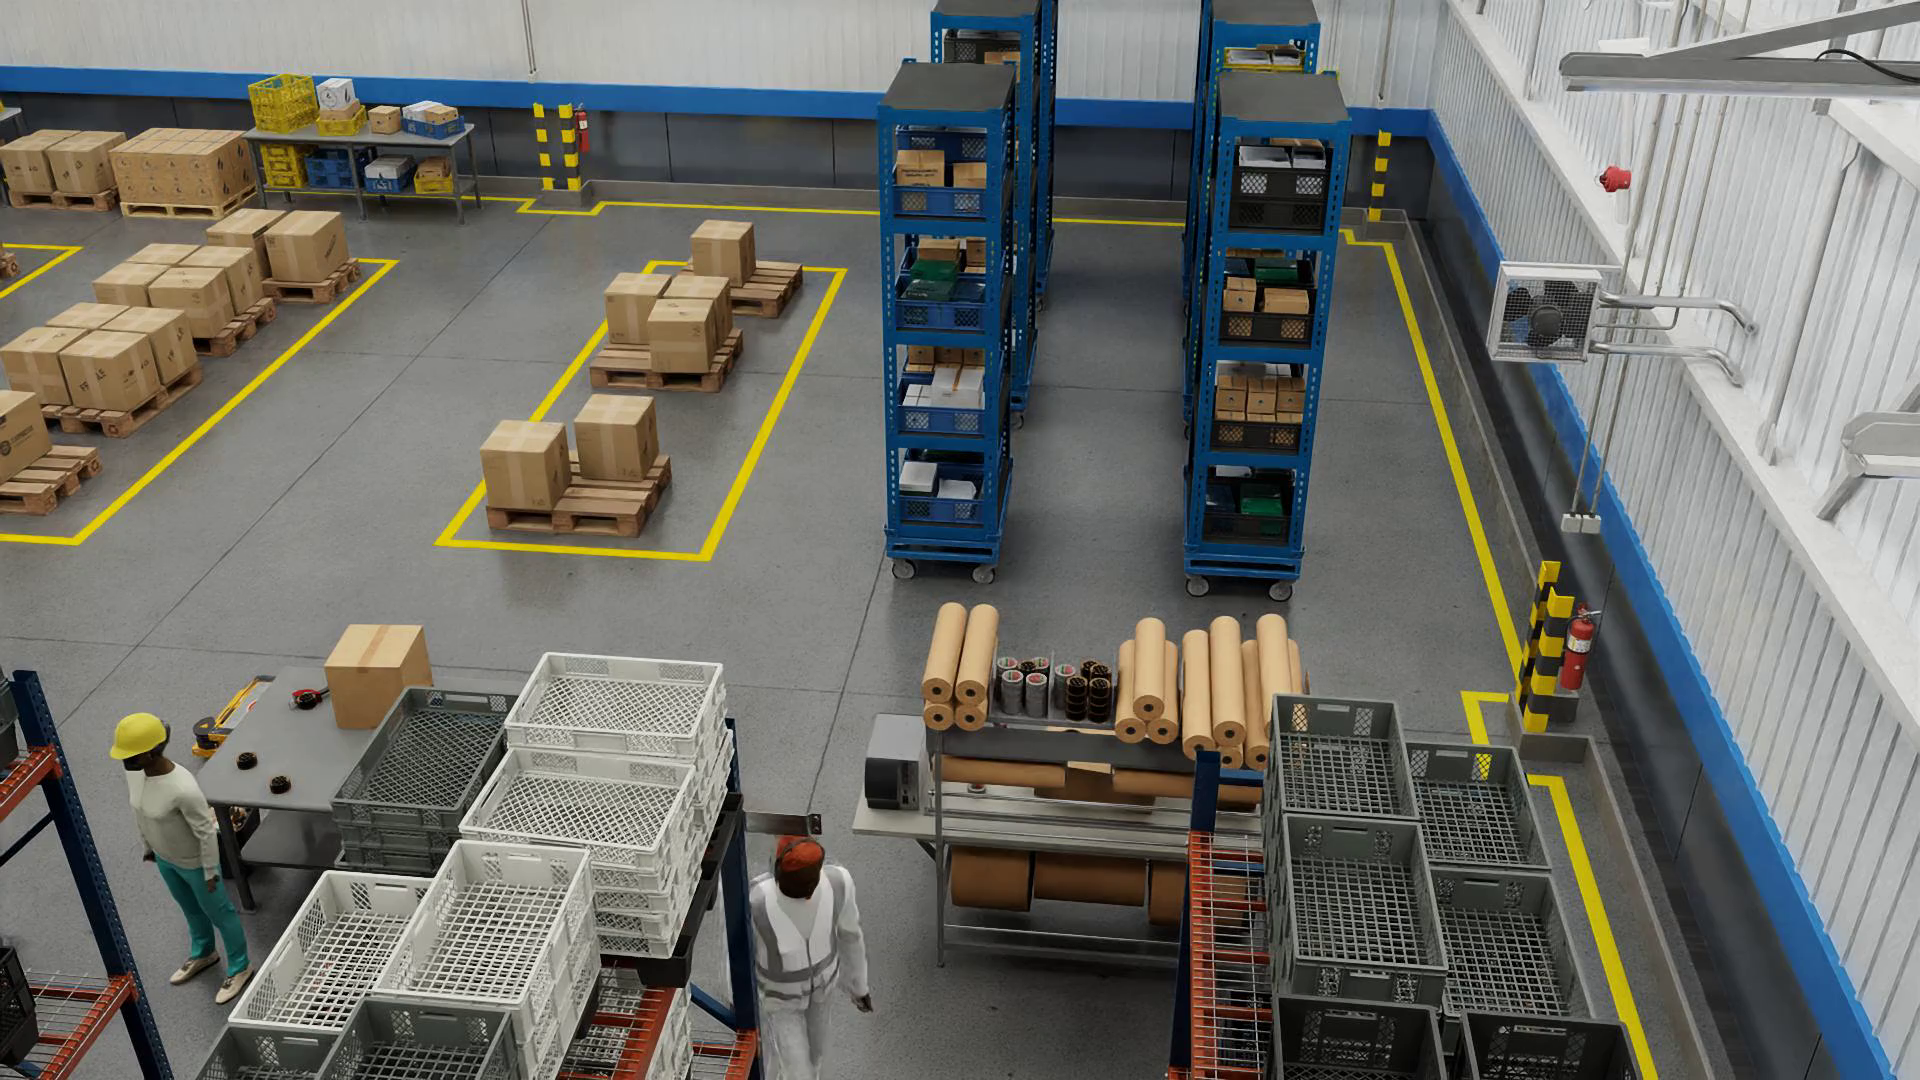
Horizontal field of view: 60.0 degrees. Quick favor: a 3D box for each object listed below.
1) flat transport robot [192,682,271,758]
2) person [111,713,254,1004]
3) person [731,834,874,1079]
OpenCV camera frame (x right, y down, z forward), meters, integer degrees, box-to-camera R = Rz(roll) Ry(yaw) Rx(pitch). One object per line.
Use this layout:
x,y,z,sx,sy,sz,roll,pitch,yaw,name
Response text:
-4.089,1.163,10.648,1.431,0.197,0.652,3,30,6,flat transport robot
-3.955,1.603,8.430,0.524,1.768,0.324,16,34,25,person
-0.687,2.073,7.520,0.601,1.865,0.565,-18,34,-27,person
